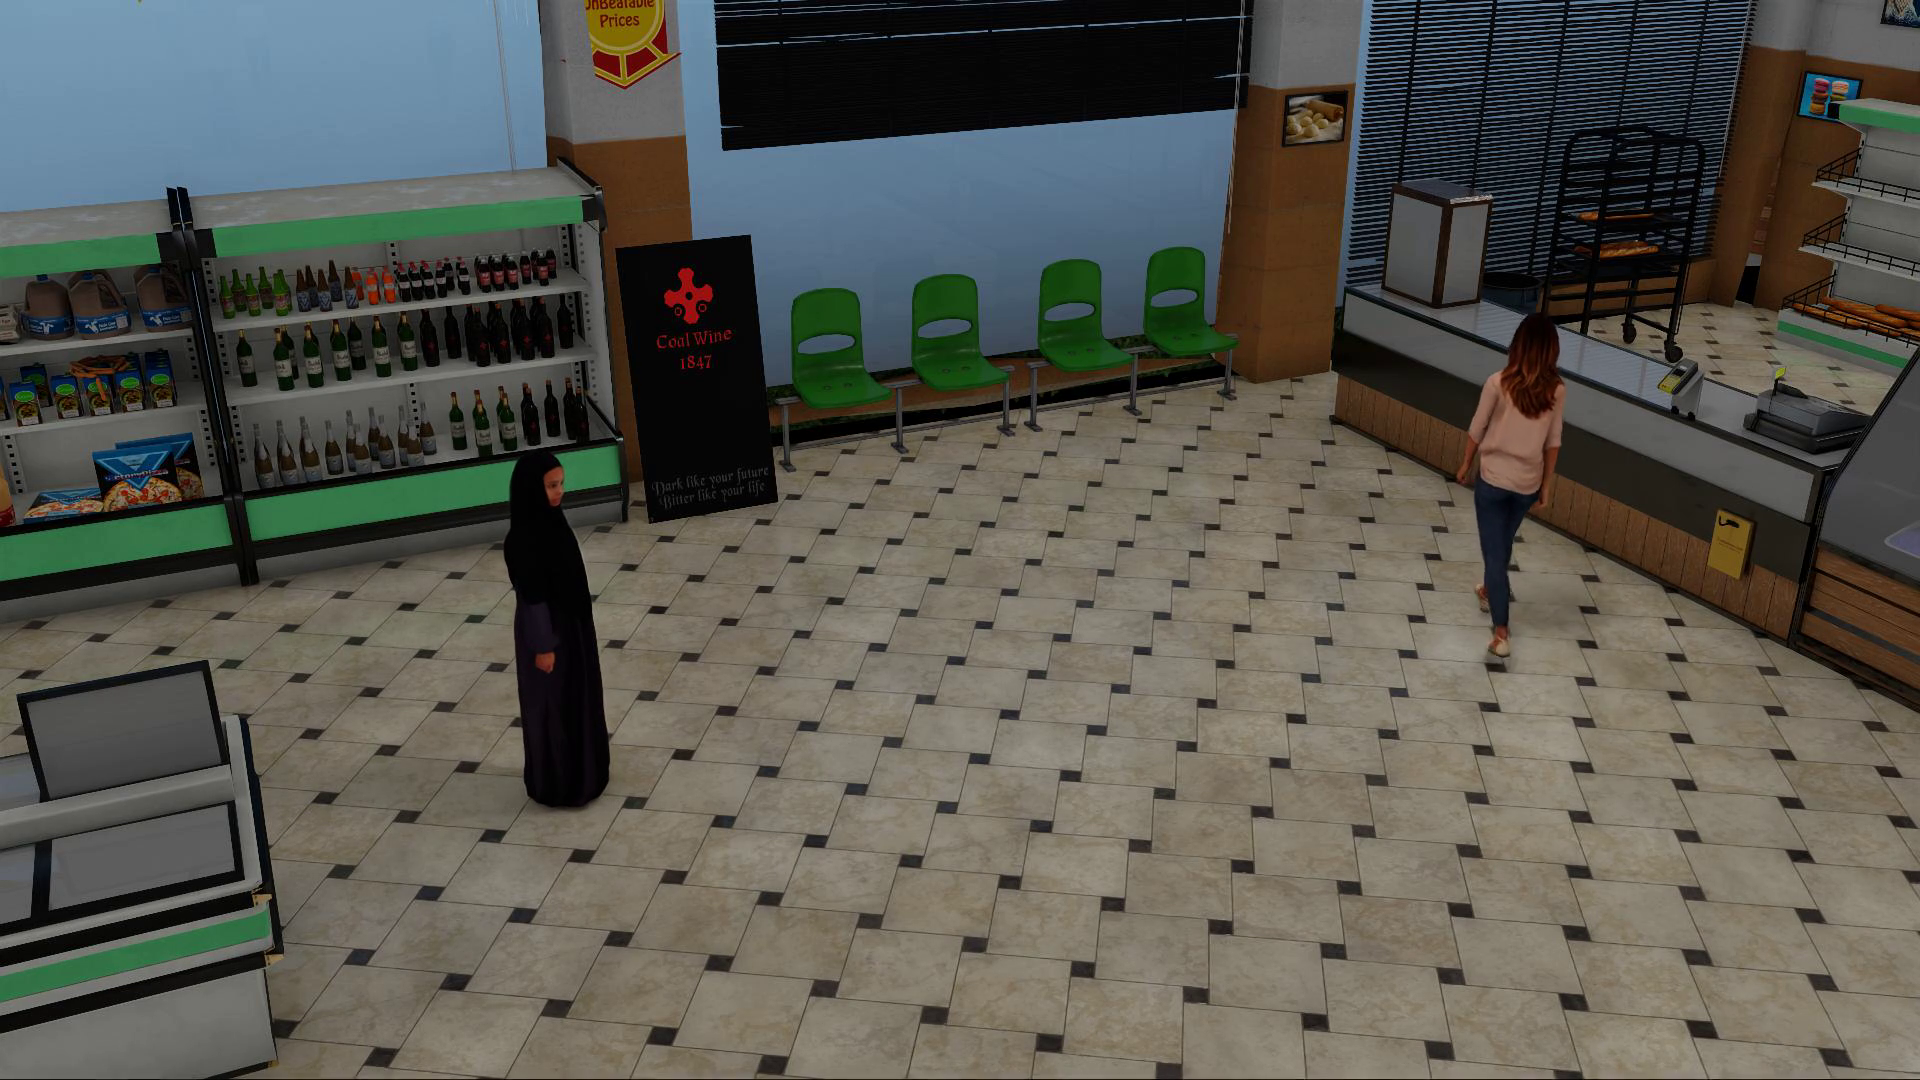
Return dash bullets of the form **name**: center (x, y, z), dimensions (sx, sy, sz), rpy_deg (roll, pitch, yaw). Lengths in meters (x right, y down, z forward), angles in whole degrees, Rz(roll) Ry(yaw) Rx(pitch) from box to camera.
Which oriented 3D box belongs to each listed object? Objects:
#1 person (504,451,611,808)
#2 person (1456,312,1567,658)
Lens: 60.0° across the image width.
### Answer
- **person**: center (-1.781, 0.378, 7.249), dimensions (0.741, 1.614, 0.708), rpy_deg (3, 24, 6)
- **person**: center (2.809, -0.242, 8.495), dimensions (1.150, 1.749, 1.021), rpy_deg (2, 24, 4)
